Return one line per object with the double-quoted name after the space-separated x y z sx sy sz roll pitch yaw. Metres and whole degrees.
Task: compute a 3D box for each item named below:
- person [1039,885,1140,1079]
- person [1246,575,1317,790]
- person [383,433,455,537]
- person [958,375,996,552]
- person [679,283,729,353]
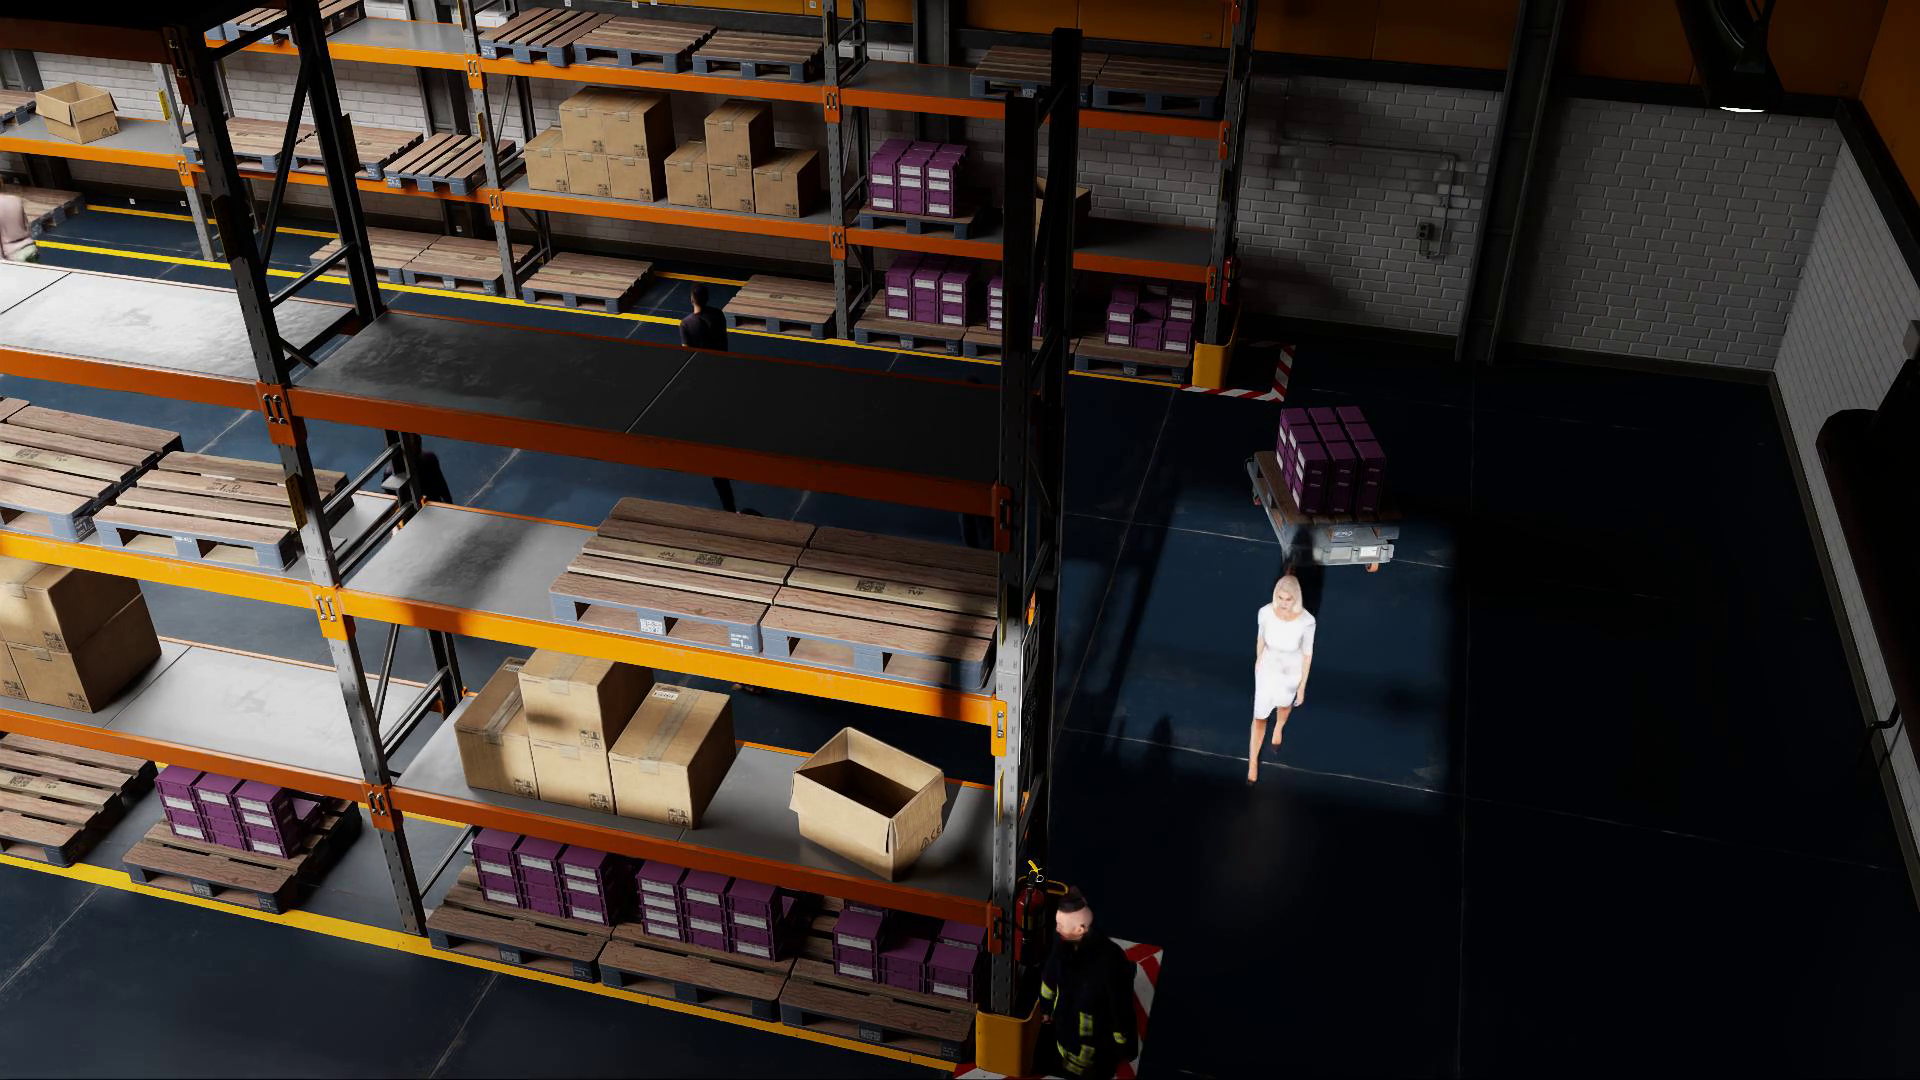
0.783 2.639 9.294 1.007 1.835 0.915 -26 41 -33 "person"
2.341 0.896 12.030 0.893 1.708 0.626 7 34 11 "person"
-4.430 -0.160 13.513 0.873 1.824 0.821 20 39 28 "person"
0.138 -0.492 13.996 0.866 1.842 0.924 -15 36 -21 "person"
-2.385 -1.606 15.743 0.722 1.764 0.767 -20 39 -27 "person"
